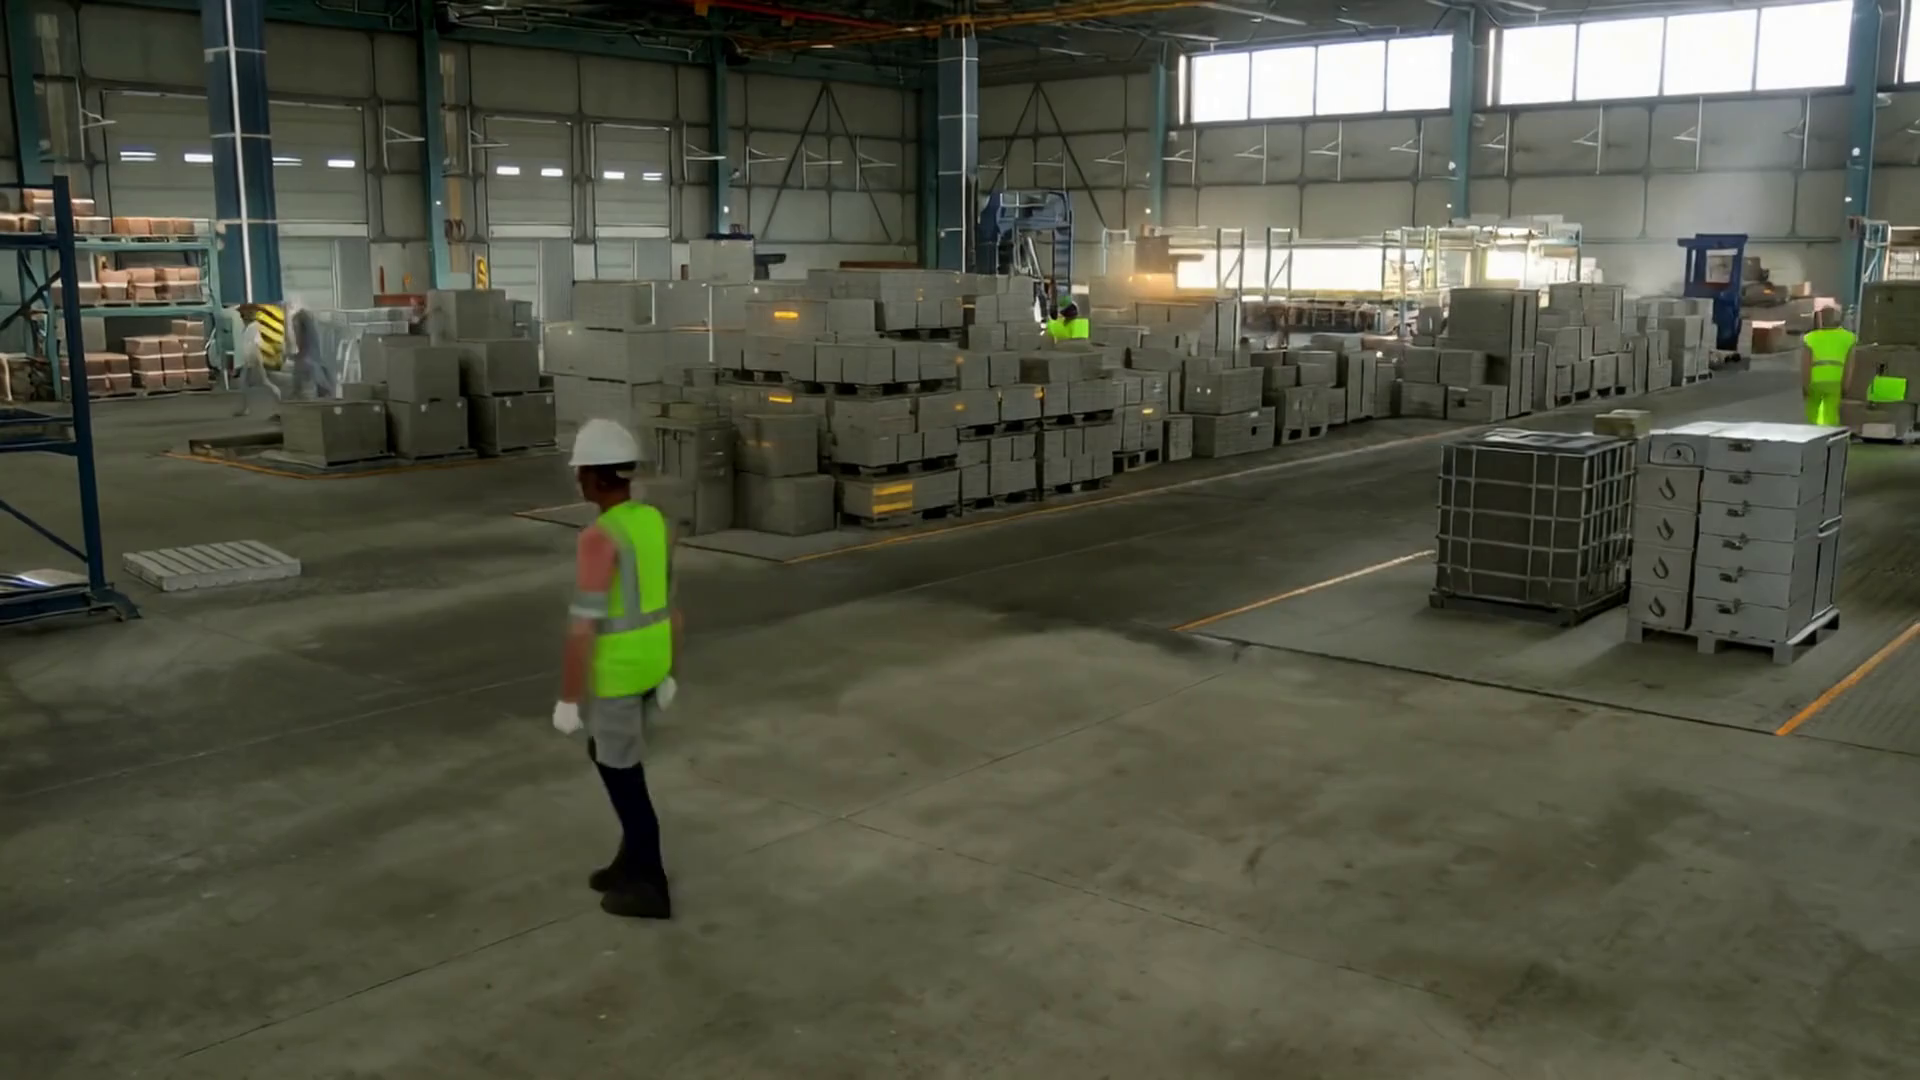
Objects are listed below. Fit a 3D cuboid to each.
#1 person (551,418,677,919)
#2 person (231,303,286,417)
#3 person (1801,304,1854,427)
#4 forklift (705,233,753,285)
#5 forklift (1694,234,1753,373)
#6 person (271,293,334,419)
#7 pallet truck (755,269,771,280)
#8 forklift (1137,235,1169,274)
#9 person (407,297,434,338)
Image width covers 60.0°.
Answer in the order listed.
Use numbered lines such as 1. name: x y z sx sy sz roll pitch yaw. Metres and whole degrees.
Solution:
1. person: -1.343 0.500 6.303 0.577 1.919 0.544 2 10 13
2. person: -10.658 -2.725 25.199 0.777 1.718 0.487 -9 14 -43
3. person: 10.467 -1.905 20.104 0.589 1.884 0.949 3 10 16
4. forklift: -4.442 -4.533 32.201 1.873 2.768 1.129 8 13 40
5. forklift: 15.643 -4.916 34.384 1.129 2.768 1.873 8 13 40
6. person: -9.780 -2.725 24.793 0.995 1.879 0.654 -8 12 -37
7. pallet truck: -4.996 -6.432 45.525 1.885 1.965 0.823 -6 12 -32
8. forklift: 4.362 -5.533 37.896 1.873 2.768 1.129 7 12 34
9. person: -8.447 -2.918 26.128 0.527 1.805 0.987 5 11 27
